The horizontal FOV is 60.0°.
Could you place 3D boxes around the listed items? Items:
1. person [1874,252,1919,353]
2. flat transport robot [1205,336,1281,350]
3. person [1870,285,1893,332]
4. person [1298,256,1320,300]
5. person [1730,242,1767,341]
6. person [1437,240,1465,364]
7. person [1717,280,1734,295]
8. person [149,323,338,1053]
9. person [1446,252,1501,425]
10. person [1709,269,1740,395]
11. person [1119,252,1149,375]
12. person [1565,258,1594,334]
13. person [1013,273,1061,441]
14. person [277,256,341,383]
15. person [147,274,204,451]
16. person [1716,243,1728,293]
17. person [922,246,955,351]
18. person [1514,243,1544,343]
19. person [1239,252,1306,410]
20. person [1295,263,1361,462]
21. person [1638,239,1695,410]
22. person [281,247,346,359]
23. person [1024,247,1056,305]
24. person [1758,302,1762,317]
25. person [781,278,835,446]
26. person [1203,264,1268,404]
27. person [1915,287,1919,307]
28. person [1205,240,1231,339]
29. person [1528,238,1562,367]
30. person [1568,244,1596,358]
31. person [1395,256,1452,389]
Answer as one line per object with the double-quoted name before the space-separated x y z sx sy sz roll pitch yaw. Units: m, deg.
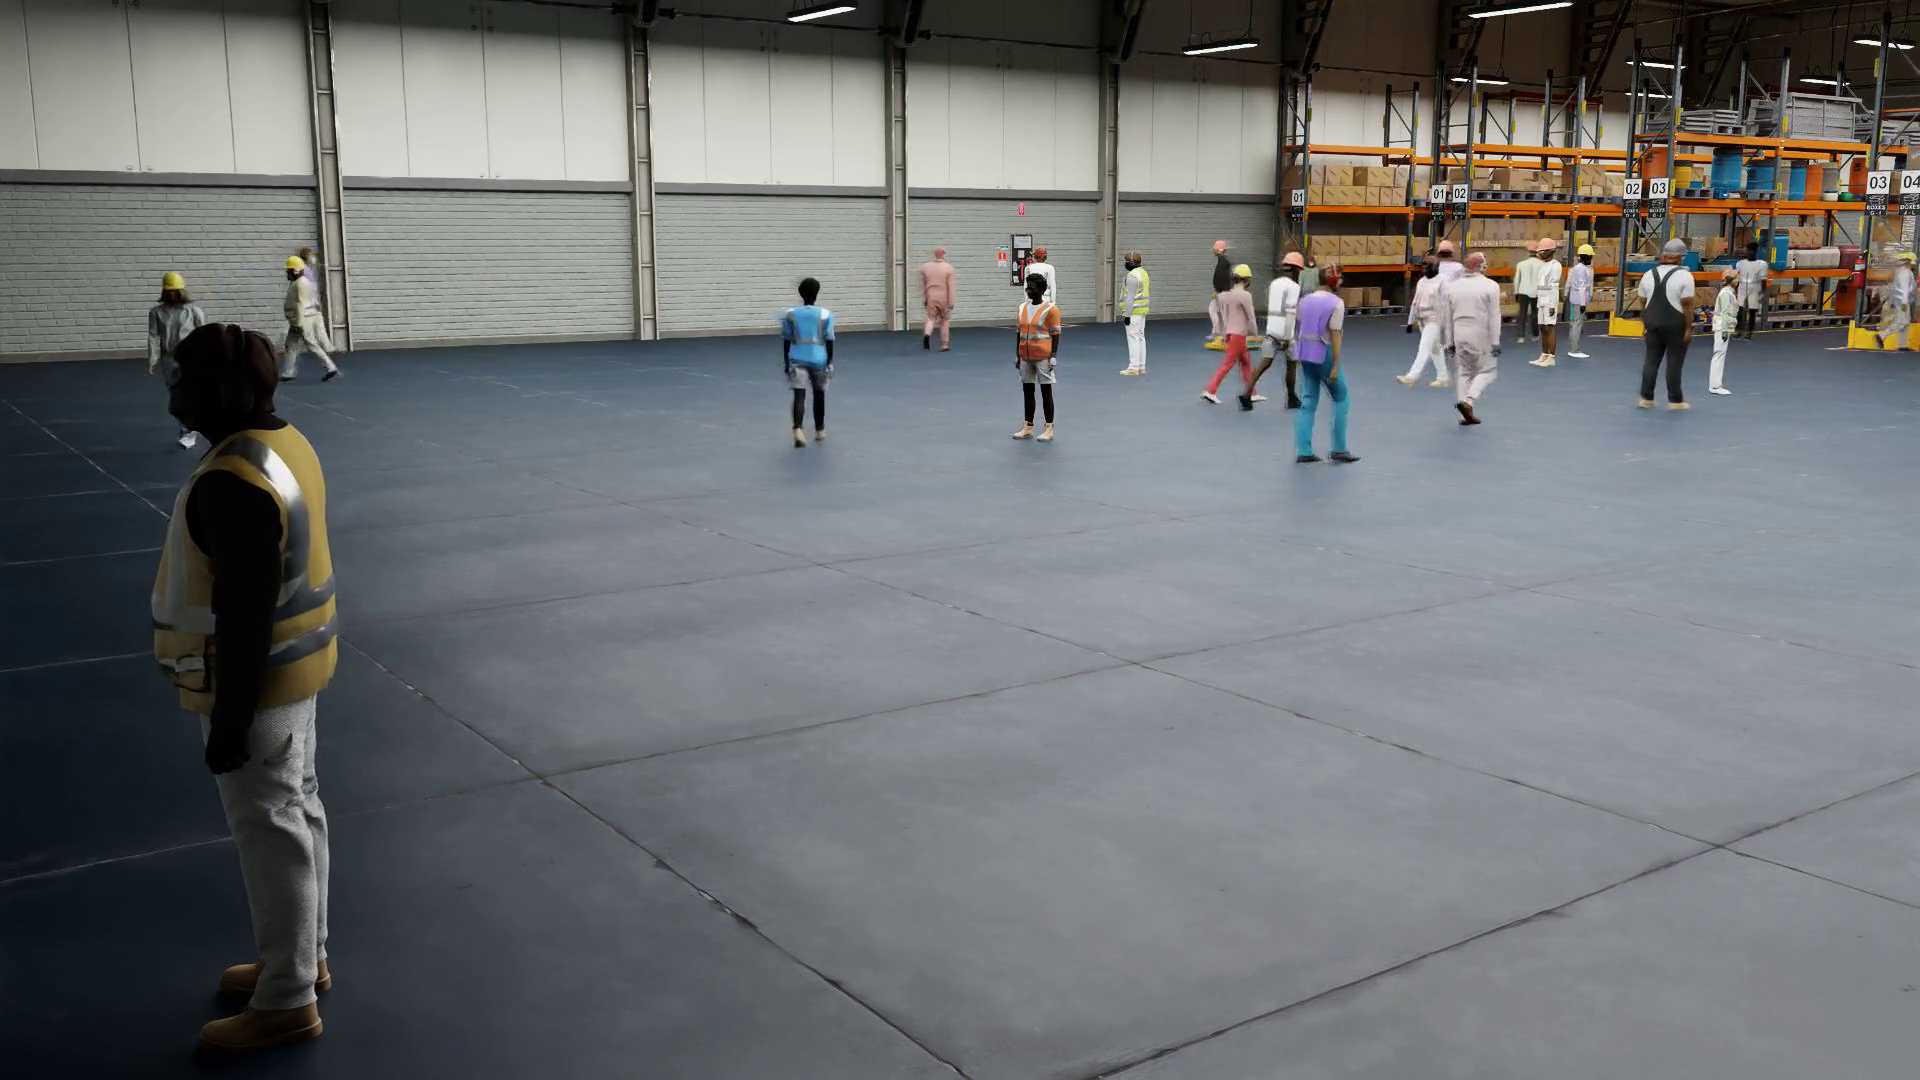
"person" 16.736 -4.228 29.616 0.578 1.790 0.620 7 12 32
"flat transport robot" 5.286 -3.624 30.481 1.431 0.197 0.652 -4 11 -21
"person" 19.285 -5.073 34.768 0.775 1.600 0.509 -3 11 -18
"person" 8.274 -5.914 39.402 0.520 1.601 0.804 1 10 5
"person" 15.493 -4.872 32.725 0.630 1.939 0.797 9 14 40
"person" 7.728 -3.782 26.574 0.614 2.018 0.925 3 11 17
"person" 18.251 -5.924 39.383 0.601 1.612 0.520 -7 12 -33
"person" -1.820 0.371 4.263 0.429 1.847 0.625 -2 11 -13
"person" 5.573 -2.177 18.089 0.475 1.891 0.675 -8 13 -37
"person" 10.032 -2.731 21.826 0.315 1.640 0.515 5 11 24
"person" 2.597 -3.377 24.851 0.430 1.836 0.628 5 11 25
"person" 13.007 -5.154 34.944 0.548 1.695 0.943 4 11 19
"person" 0.771 -1.848 16.826 0.542 1.697 0.316 9 14 40
"person" -9.248 -3.108 23.472 0.902 1.799 0.602 -5 12 -27
"person" -7.553 -1.704 16.050 0.486 1.695 0.908 -2 10 -9
"person" 19.272 -6.502 41.759 0.570 1.907 0.639 8 13 36
"person" -0.397 -4.307 29.784 0.661 1.887 0.628 4 11 21
"person" 11.174 -4.839 32.569 0.637 1.940 1.014 6 12 31
"person" 3.750 -2.472 19.769 0.952 1.892 0.599 -6 12 -28
"person" 3.385 -1.609 15.193 0.708 1.822 0.568 -6 12 -29
"person" 8.502 -2.582 19.911 0.536 2.000 0.686 -7 13 -34
"person" -11.040 -4.000 28.141 1.045 1.887 0.627 -2 11 -12
"person" 1.392 -4.117 28.762 0.573 1.883 0.355 4 11 23
"person" 20.504 -6.640 42.630 0.325 1.871 0.516 -7 12 -33
"person" -1.510 -1.773 16.535 0.536 1.655 0.852 1 10 4
"person" 3.404 -2.543 20.582 0.911 1.722 0.525 -3 11 -14
"person" 19.181 -4.985 33.406 0.628 1.934 0.358 5 11 24
"person" 5.130 -4.960 33.107 0.665 1.970 0.625 1 10 4
"person" 9.275 -3.754 26.363 0.398 2.036 0.606 -1 10 -4
"person" 10.630 -4.083 28.454 0.366 1.926 0.593 2 11 12
"person" 6.317 -2.950 22.605 0.965 1.788 0.657 -3 11 -18
